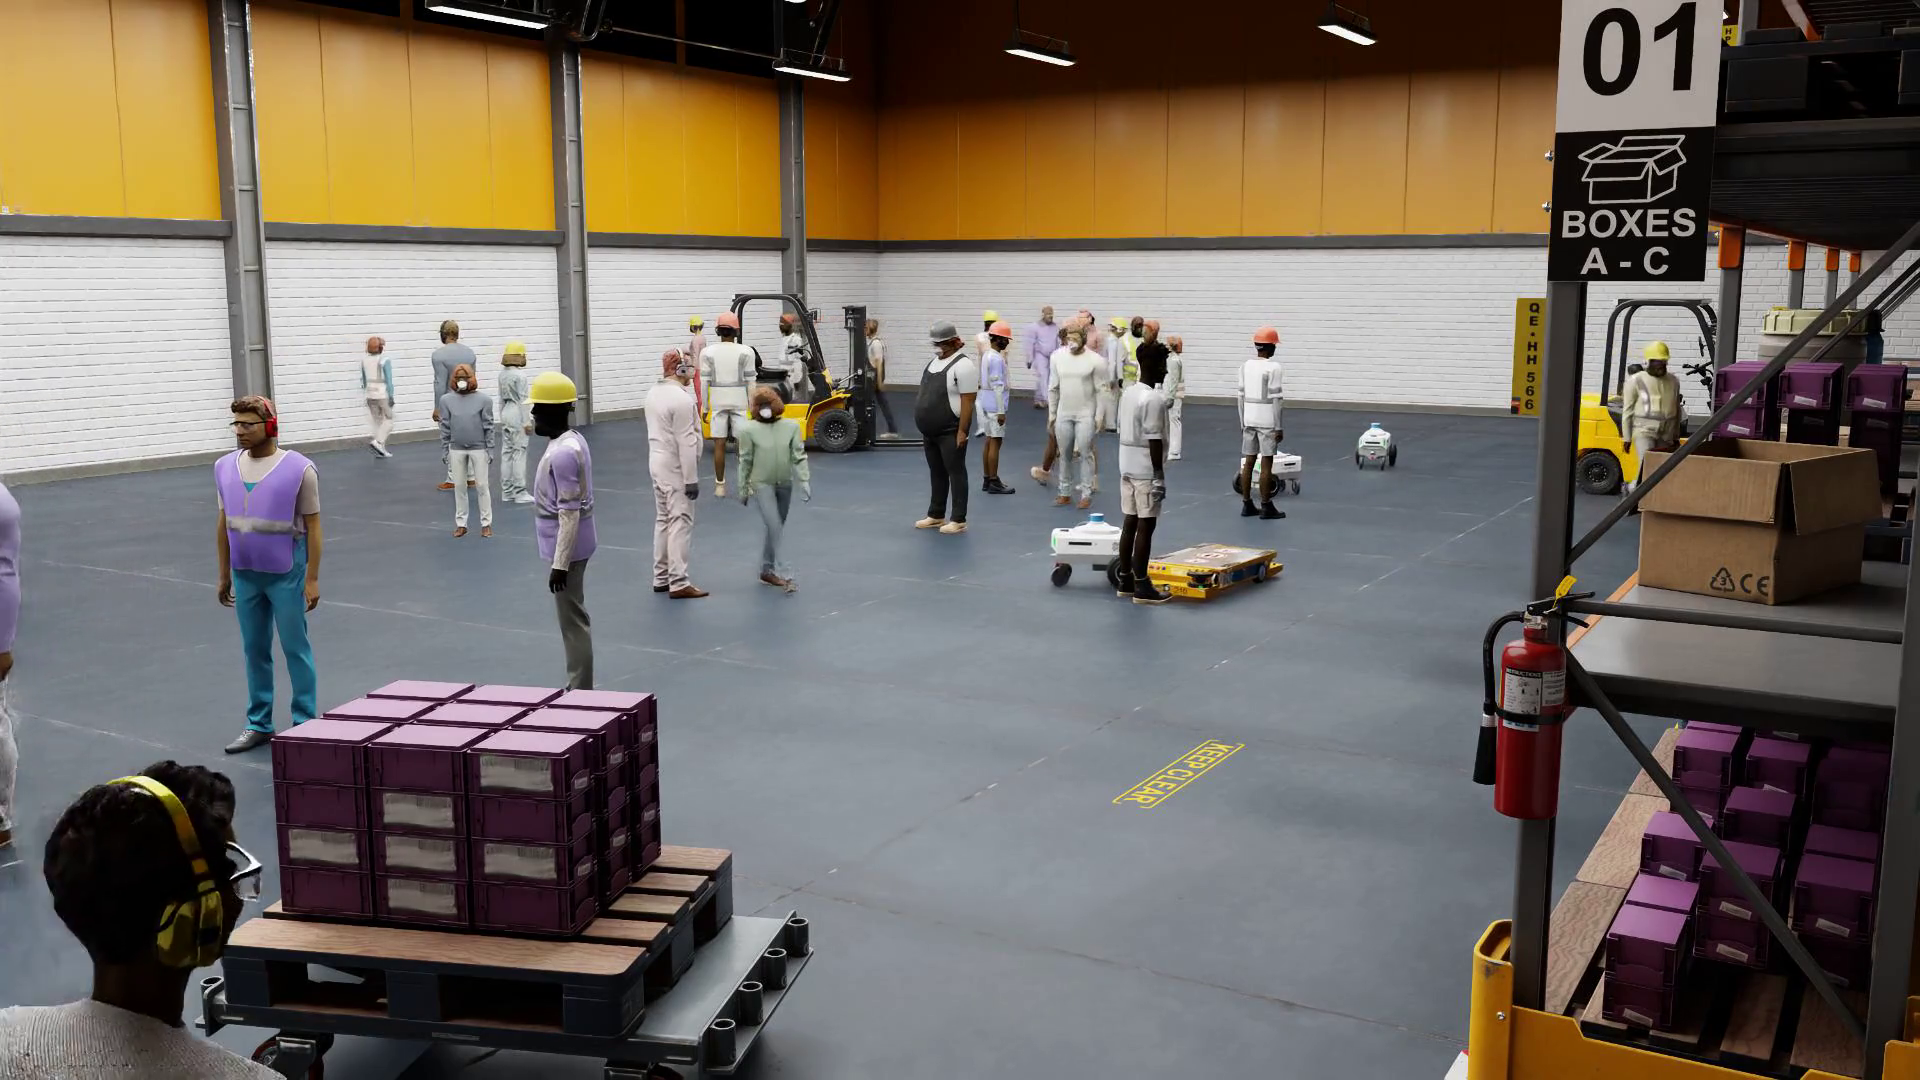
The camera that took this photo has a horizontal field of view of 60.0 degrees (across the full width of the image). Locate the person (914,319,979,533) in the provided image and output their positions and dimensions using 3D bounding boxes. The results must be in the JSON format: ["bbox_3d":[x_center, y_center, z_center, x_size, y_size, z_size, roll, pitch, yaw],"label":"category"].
[{"bbox_3d":[-0.170,-1.087,15.804,0.537,2.000,0.679,-7,11,-35],"label":"person"}]

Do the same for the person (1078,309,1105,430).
[{"bbox_3d":[1.929,-2.642,25.930,0.638,1.909,0.408,5,10,29],"label":"person"}]

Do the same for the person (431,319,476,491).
[{"bbox_3d":[-5.731,-1.521,18.831,0.357,1.938,0.638,4,10,25],"label":"person"}]

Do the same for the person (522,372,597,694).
[{"bbox_3d":[-2.170,0.048,9.074,0.367,1.928,0.584,-2,9,-12],"label":"person"}]

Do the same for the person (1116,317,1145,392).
[{"bbox_3d":[2.656,-2.420,24.877,0.655,1.798,0.937,-1,9,-8],"label":"person"}]

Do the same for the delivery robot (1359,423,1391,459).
[{"bbox_3d":[5.261,-1.238,21.081,0.477,0.478,0.707,3,10,18],"label":"delivery robot"}]

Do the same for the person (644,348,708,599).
[{"bbox_3d":[-2.148,-0.511,12.664,0.396,1.898,0.652,-6,11,-32],"label":"person"}]

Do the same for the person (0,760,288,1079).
[{"bbox_3d":[-1.006,1.197,2.149,0.504,1.853,0.574,5,10,27],"label":"person"}]

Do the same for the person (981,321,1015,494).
[{"bbox_3d":[0.422,-1.480,18.602,0.366,1.931,0.542,-2,9,-12],"label":"person"}]

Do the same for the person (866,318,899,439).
[{"bbox_3d":[-1.349,-2.373,24.589,0.971,1.790,0.517,0,9,-3],"label":"person"}]

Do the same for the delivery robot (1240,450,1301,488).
[{"bbox_3d":[3.456,-0.819,18.464,0.707,0.478,0.477,-7,11,-36],"label":"delivery robot"}]

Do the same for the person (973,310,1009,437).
[{"bbox_3d":[0.438,-2.461,24.790,0.589,1.907,0.589,-3,10,-18],"label":"person"}]

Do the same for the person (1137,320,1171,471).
[{"bbox_3d":[2.385,-1.792,20.692,0.337,1.883,0.584,-5,10,-29],"label":"person"}]

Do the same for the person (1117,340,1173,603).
[{"bbox_3d":[1.382,-0.513,12.460,0.365,1.962,0.610,-3,10,-17],"label":"person"}]

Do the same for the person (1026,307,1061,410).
[{"bbox_3d":[1.571,-3.247,29.864,0.636,1.849,0.969,-6,11,-32],"label":"person"}]

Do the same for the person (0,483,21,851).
[{"bbox_3d":[-4.170,0.394,6.906,0.652,1.928,0.434,3,10,19],"label":"person"}]

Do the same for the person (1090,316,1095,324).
[{"bbox_3d":[2.318,-3.215,30.156,0.540,1.695,0.317,5,11,30],"label":"person"}]

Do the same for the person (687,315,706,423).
[{"bbox_3d":[-4.320,-2.809,27.405,0.305,1.771,0.525,1,9,7],"label":"person"}]

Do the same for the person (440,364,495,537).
[{"bbox_3d":[-4.580,-0.828,15.490,0.502,1.626,0.283,0,9,-2],"label":"person"}]

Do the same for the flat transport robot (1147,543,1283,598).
[{"bbox_3d":[1.960,0.227,13.114,0.652,0.197,1.431,6,11,34],"label":"flat transport robot"}]

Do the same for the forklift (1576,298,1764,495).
[{"bbox_3d":[7.954,-1.589,18.462,2.313,2.155,1.214,5,11,30],"label":"forklift"}]

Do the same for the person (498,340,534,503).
[{"bbox_3d":[-4.766,-1.274,17.899,0.492,1.742,0.319,9,12,43],"label":"person"}]

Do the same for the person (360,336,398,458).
[{"bbox_3d":[-7.718,-1.884,22.054,0.530,1.619,0.396,4,10,24],"label":"person"}]

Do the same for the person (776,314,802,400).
[{"bbox_3d":[-2.518,-2.365,24.294,0.423,1.875,0.603,-4,10,-22],"label":"person"}]

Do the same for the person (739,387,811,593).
[{"bbox_3d":[-1.415,-0.382,12.808,0.493,1.583,0.769,-6,11,-31],"label":"person"}]

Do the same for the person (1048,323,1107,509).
[{"bbox_3d":[1.215,-1.294,17.421,0.635,1.936,0.355,4,10,24],"label":"person"}]

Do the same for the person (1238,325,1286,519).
[{"bbox_3d":[3.039,-1.180,16.703,0.371,1.939,0.543,-6,11,-35],"label":"person"}]

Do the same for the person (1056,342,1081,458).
[{"bbox_3d":[1.458,-1.900,22.148,0.274,1.632,0.503,-7,11,-37],"label":"person"}]

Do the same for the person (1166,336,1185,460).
[{"bbox_3d":[2.813,-1.871,21.937,0.307,1.645,0.513,1,9,7],"label":"person"}]

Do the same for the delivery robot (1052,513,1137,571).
[{"bbox_3d":[1.078,0.034,13.132,0.707,0.478,0.477,1,9,7],"label":"delivery robot"}]

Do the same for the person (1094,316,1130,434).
[{"bbox_3d":[2.328,-2.521,25.501,0.556,1.808,0.623,0,9,3],"label":"person"}]

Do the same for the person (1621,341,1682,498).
[{"bbox_3d":[6.786,-1.068,16.408,0.602,1.806,0.737,-2,9,-13],"label":"person"}]

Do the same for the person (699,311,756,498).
[{"bbox_3d":[-2.531,-1.471,18.197,0.609,2.043,0.397,0,9,-3],"label":"person"}]

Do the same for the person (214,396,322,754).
[{"bbox_3d":[-3.523,0.180,8.504,0.571,1.844,0.376,2,9,12],"label":"person"}]

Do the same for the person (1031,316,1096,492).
[{"bbox_3d":[1.217,-1.537,18.842,0.613,1.965,1.120,-6,11,-32],"label":"person"}]

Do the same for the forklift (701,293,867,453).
[{"bbox_3d":[-2.458,-2.344,23.176,2.313,2.155,1.214,0,9,-2],"label":"forklift"}]
